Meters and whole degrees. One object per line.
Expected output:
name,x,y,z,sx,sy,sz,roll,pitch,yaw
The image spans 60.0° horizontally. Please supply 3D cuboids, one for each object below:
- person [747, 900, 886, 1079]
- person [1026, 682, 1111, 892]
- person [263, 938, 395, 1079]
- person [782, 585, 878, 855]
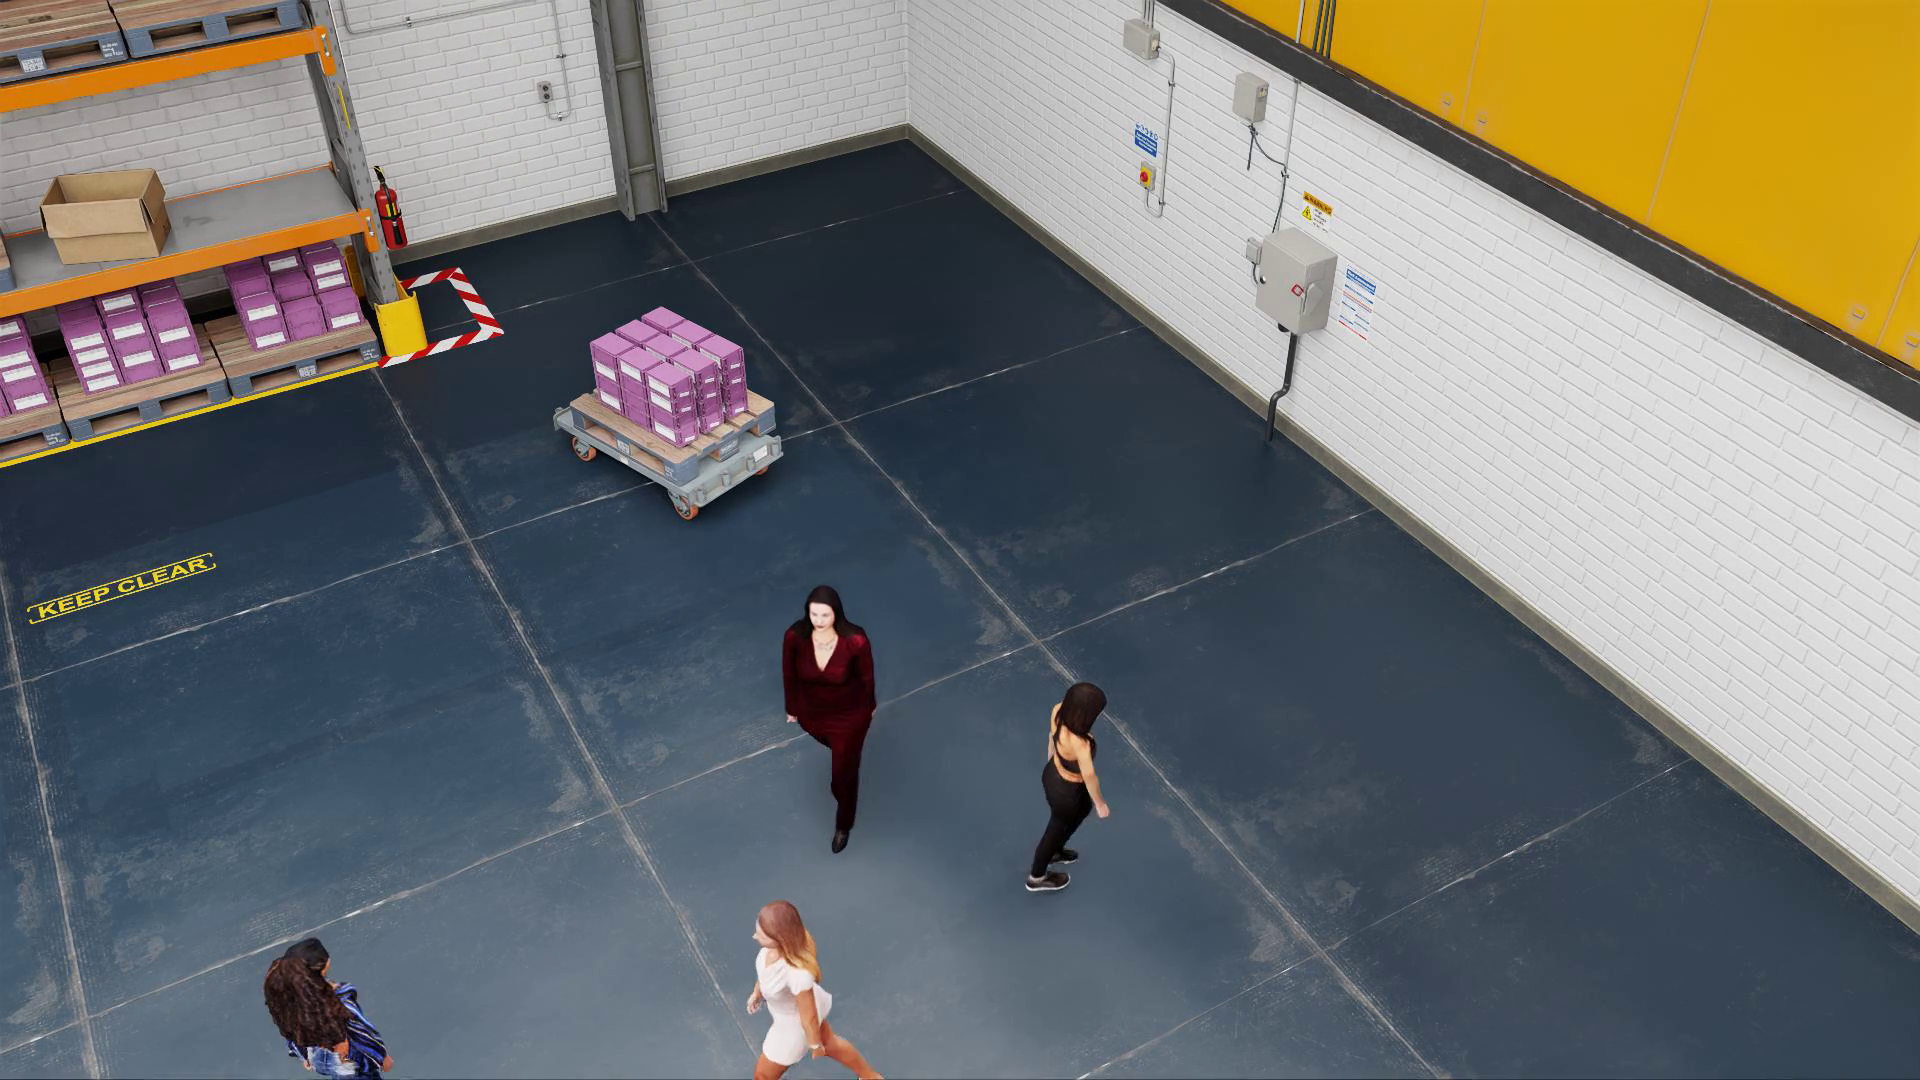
person,-0.703,2.257,7.932,1.195,1.652,0.793,-9,40,-11
person,0.497,1.385,9.055,0.689,1.613,0.626,-11,40,-13
person,-2.905,2.474,7.714,1.013,1.585,1.110,13,40,15
person,-0.724,0.893,9.588,1.132,1.716,1.161,7,39,9
